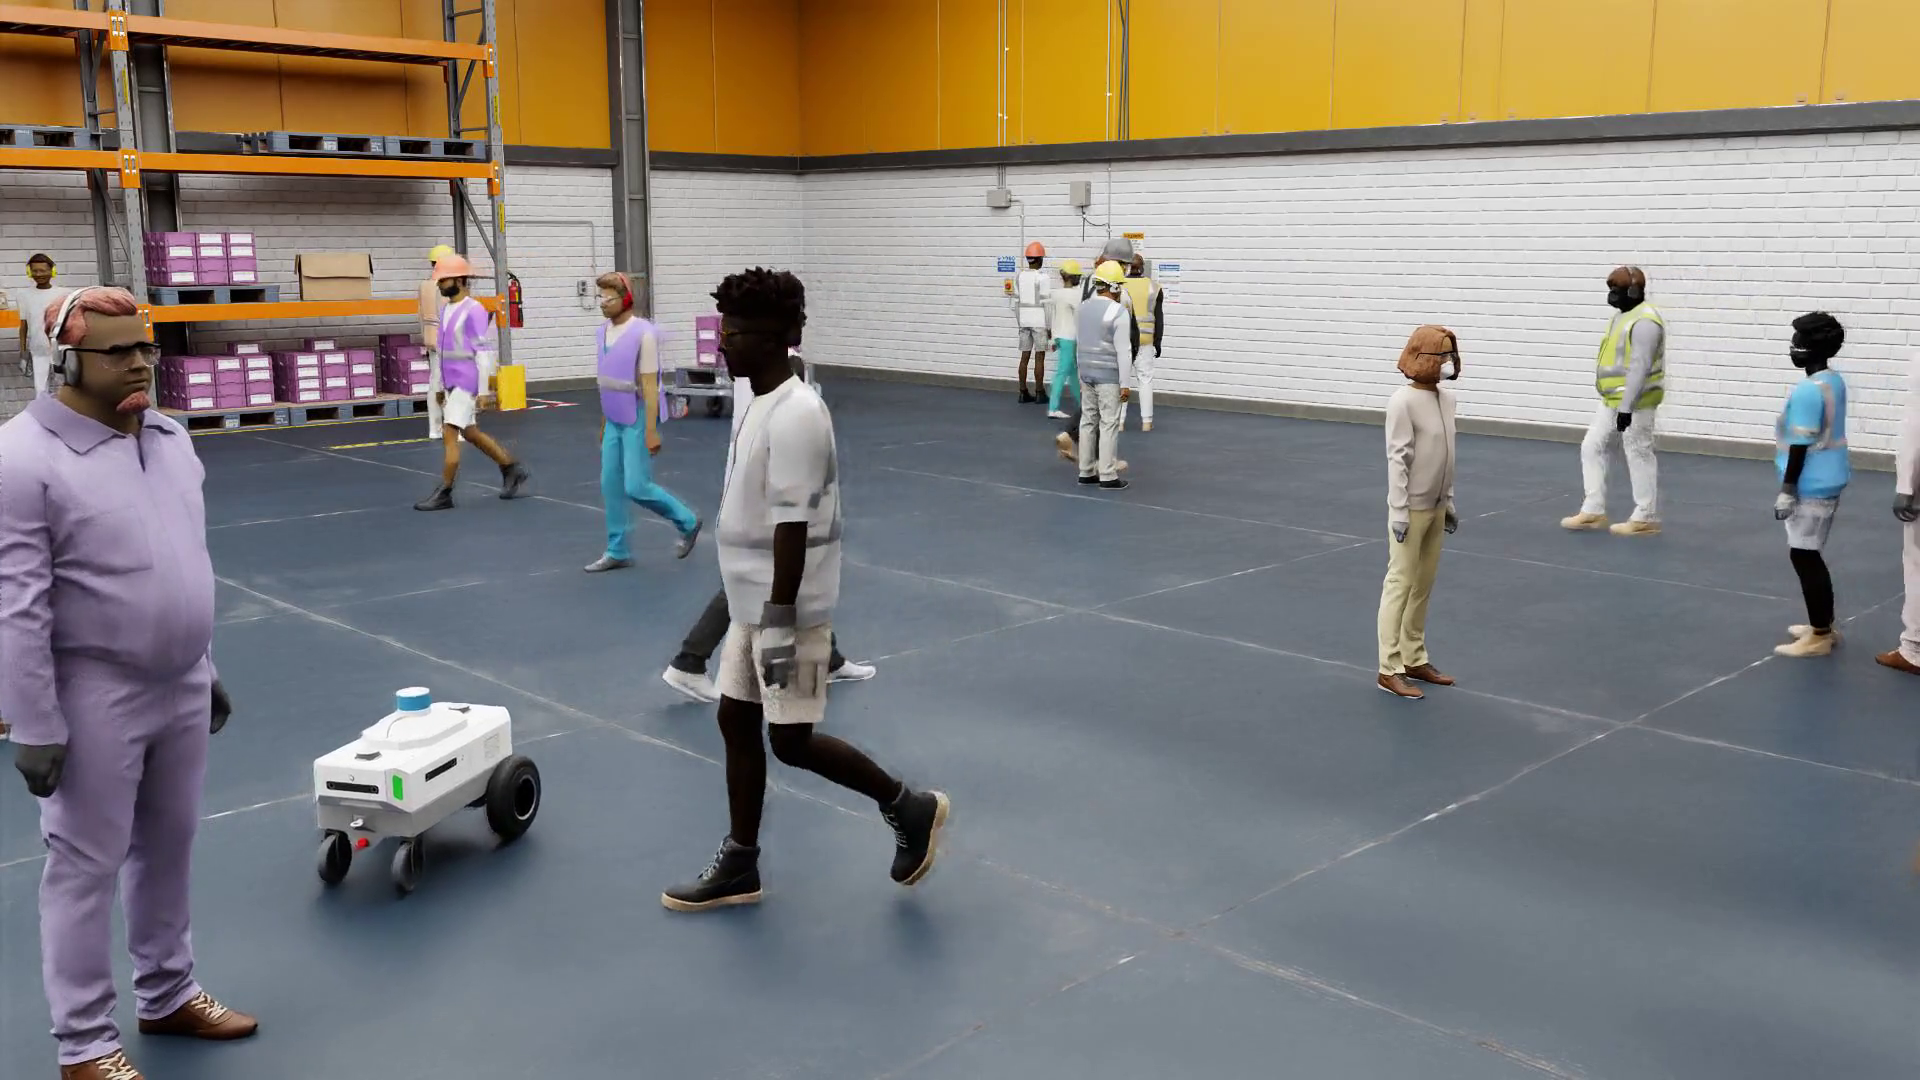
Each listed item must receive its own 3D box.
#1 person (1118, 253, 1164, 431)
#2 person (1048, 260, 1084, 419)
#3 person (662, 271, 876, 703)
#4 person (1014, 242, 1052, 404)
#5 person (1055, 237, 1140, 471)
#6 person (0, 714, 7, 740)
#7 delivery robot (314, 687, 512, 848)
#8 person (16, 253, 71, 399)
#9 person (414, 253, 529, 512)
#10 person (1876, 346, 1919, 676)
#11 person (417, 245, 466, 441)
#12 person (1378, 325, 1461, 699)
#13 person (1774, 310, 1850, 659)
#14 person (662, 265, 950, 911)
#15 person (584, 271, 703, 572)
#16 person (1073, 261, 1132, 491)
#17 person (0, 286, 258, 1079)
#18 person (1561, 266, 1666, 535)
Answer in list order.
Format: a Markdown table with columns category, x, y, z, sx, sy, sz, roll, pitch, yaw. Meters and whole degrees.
| category | x | y | z | sx | sy | sz | roll | pitch | yaw |
| --- | --- | --- | --- | --- | --- | --- | --- | --- | --- |
| person | 1.787 | -2.043 | 17.237 | 0.634 | 1.839 | 0.429 | 0 | 10 | -1 |
| person | 1.308 | -2.217 | 18.462 | 0.791 | 1.738 | 0.532 | -4 | 11 | -21 |
| person | -0.862 | -0.229 | 7.262 | 0.982 | 1.876 | 0.577 | -4 | 11 | -22 |
| person | 0.901 | -2.605 | 20.020 | 0.545 | 1.942 | 0.349 | 9 | 14 | 41 |
| person | 1.238 | -1.586 | 14.191 | 0.621 | 2.000 | 0.712 | -4 | 11 | -20 |
| person | -4.055 | -0.063 | 6.396 | 0.603 | 1.849 | 0.565 | -10 | 14 | -42 |
| delivery robot | -1.763 | 0.723 | 5.401 | 0.477 | 0.478 | 0.707 | 3 | 11 | 15 |
| person | -8.319 | -1.679 | 15.200 | 0.513 | 1.861 | 0.327 | -3 | 11 | -14 |
| person | -3.677 | -1.192 | 12.443 | 0.938 | 1.903 | 0.556 | -10 | 14 | -44 |
| person | 4.532 | -0.269 | 7.451 | 0.664 | 1.879 | 0.648 | -1 | 10 | -8 |
| person | -5.070 | -1.931 | 16.383 | 0.594 | 1.924 | 0.382 | 8 | 13 | 38 |
| person | 2.046 | -0.130 | 7.365 | 0.285 | 1.633 | 0.500 | 9 | 14 | 42 |
| person | 4.057 | -0.253 | 7.931 | 0.337 | 1.677 | 0.591 | 8 | 13 | 37 |
| person | -0.469 | 0.164 | 4.936 | 0.795 | 1.940 | 0.623 | -4 | 11 | -19 |
| person | -1.920 | -0.706 | 10.011 | 0.630 | 1.817 | 0.600 | -9 | 14 | -40 |
| person | 1.158 | -1.305 | 13.271 | 0.404 | 1.824 | 0.586 | -9 | 13 | -39 |
| person | -1.966 | 0.361 | 3.943 | 0.403 | 1.906 | 0.652 | 2 | 11 | 13 |
| person | 4.394 | -0.920 | 11.171 | 0.739 | 1.811 | 0.645 | 1 | 10 | 4 |
